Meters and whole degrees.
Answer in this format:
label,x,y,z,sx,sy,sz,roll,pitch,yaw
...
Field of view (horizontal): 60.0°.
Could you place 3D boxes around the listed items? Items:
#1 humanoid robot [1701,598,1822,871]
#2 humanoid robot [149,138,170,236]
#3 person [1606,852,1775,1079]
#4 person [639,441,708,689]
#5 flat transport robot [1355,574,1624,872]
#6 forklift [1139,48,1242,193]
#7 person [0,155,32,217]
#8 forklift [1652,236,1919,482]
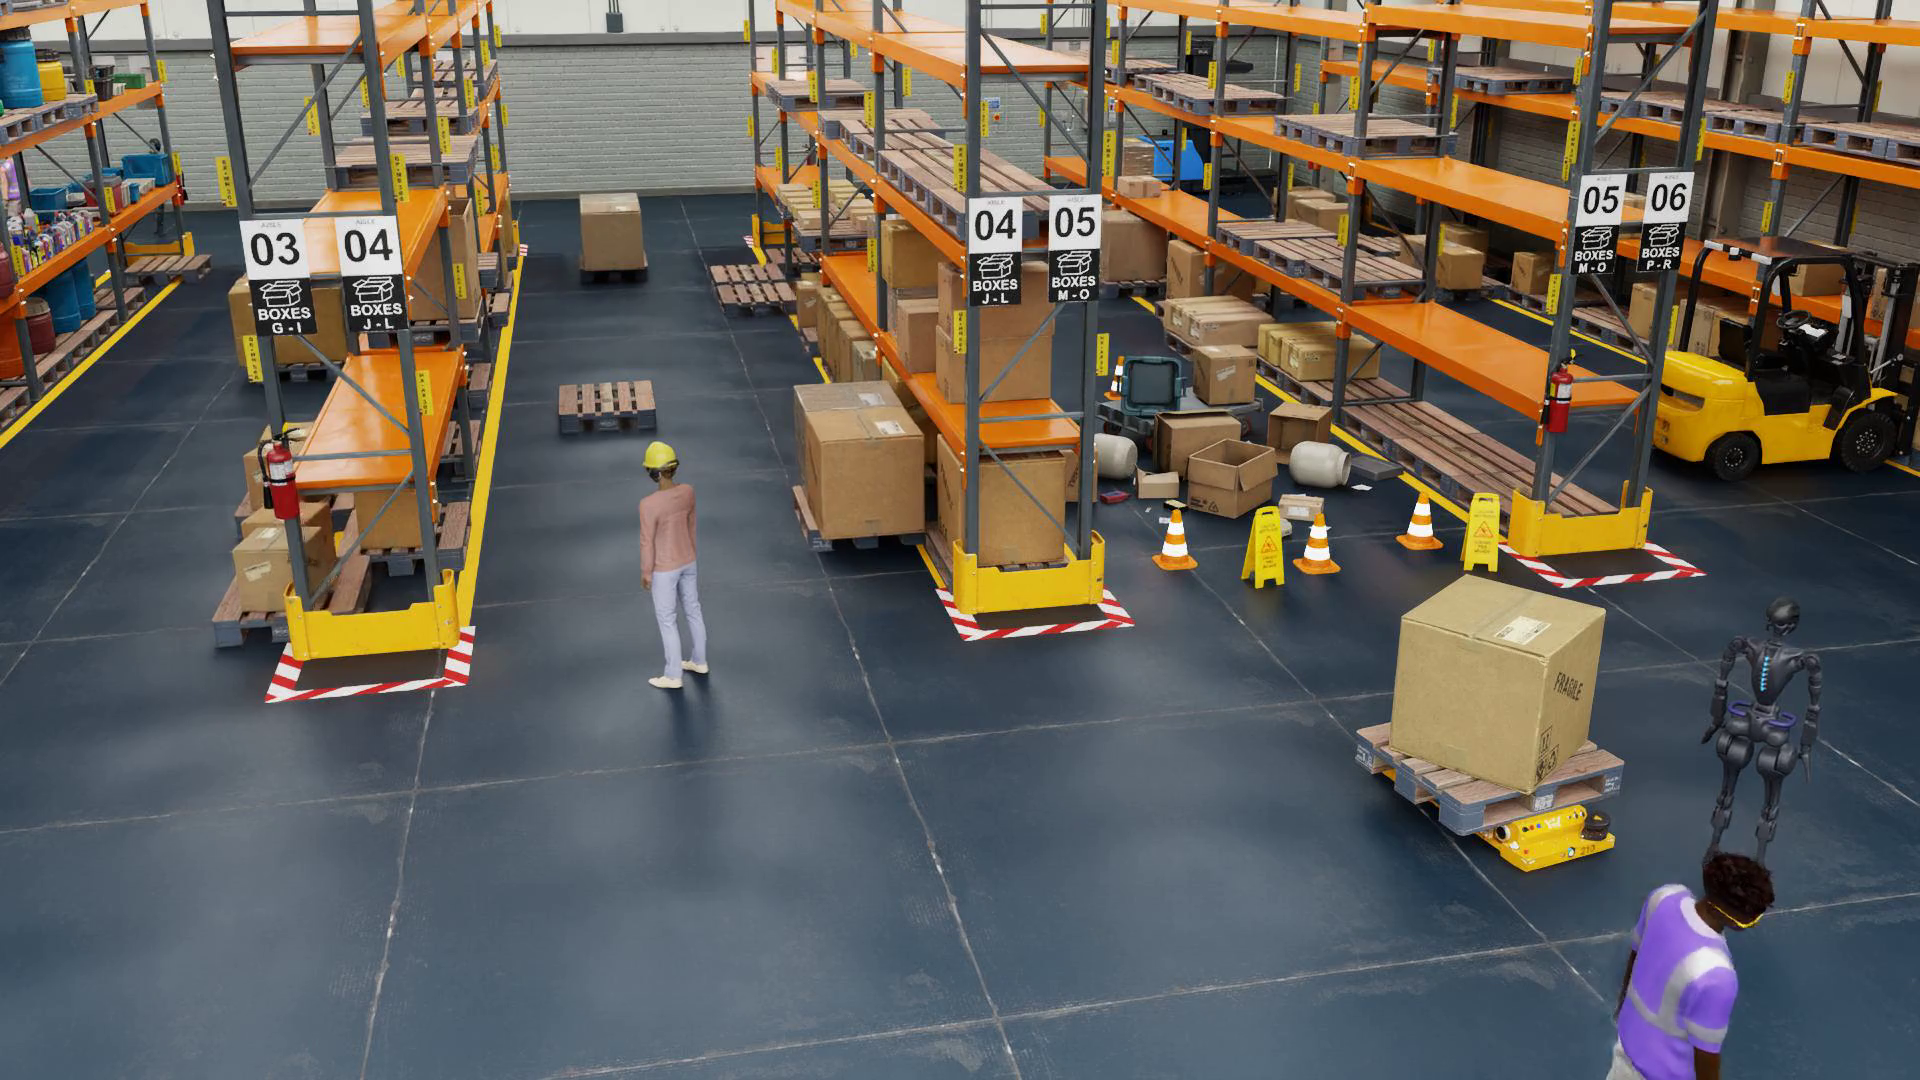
label,x,y,z,sx,sy,sz,roll,pitch,yaw
humanoid robot,4.437,1.089,9.243,0.595,1.655,0.327,17,26,39
humanoid robot,-13.716,-6.029,28.435,0.533,1.639,0.616,9,22,23
person,2.757,1.970,6.542,0.369,1.927,0.794,-1,20,-3
person,-2.035,0.169,11.620,0.343,1.759,0.515,12,24,30
flat transport robot,3.179,1.533,10.075,0.659,0.231,1.431,-9,22,-23
forklift,4.566,-8.313,32.860,1.873,2.768,1.129,-4,21,-12
person,-15.367,-5.565,27.152,0.347,1.688,0.491,11,23,27
forklift,8.013,-1.814,16.330,2.313,2.155,1.214,-4,21,-12
